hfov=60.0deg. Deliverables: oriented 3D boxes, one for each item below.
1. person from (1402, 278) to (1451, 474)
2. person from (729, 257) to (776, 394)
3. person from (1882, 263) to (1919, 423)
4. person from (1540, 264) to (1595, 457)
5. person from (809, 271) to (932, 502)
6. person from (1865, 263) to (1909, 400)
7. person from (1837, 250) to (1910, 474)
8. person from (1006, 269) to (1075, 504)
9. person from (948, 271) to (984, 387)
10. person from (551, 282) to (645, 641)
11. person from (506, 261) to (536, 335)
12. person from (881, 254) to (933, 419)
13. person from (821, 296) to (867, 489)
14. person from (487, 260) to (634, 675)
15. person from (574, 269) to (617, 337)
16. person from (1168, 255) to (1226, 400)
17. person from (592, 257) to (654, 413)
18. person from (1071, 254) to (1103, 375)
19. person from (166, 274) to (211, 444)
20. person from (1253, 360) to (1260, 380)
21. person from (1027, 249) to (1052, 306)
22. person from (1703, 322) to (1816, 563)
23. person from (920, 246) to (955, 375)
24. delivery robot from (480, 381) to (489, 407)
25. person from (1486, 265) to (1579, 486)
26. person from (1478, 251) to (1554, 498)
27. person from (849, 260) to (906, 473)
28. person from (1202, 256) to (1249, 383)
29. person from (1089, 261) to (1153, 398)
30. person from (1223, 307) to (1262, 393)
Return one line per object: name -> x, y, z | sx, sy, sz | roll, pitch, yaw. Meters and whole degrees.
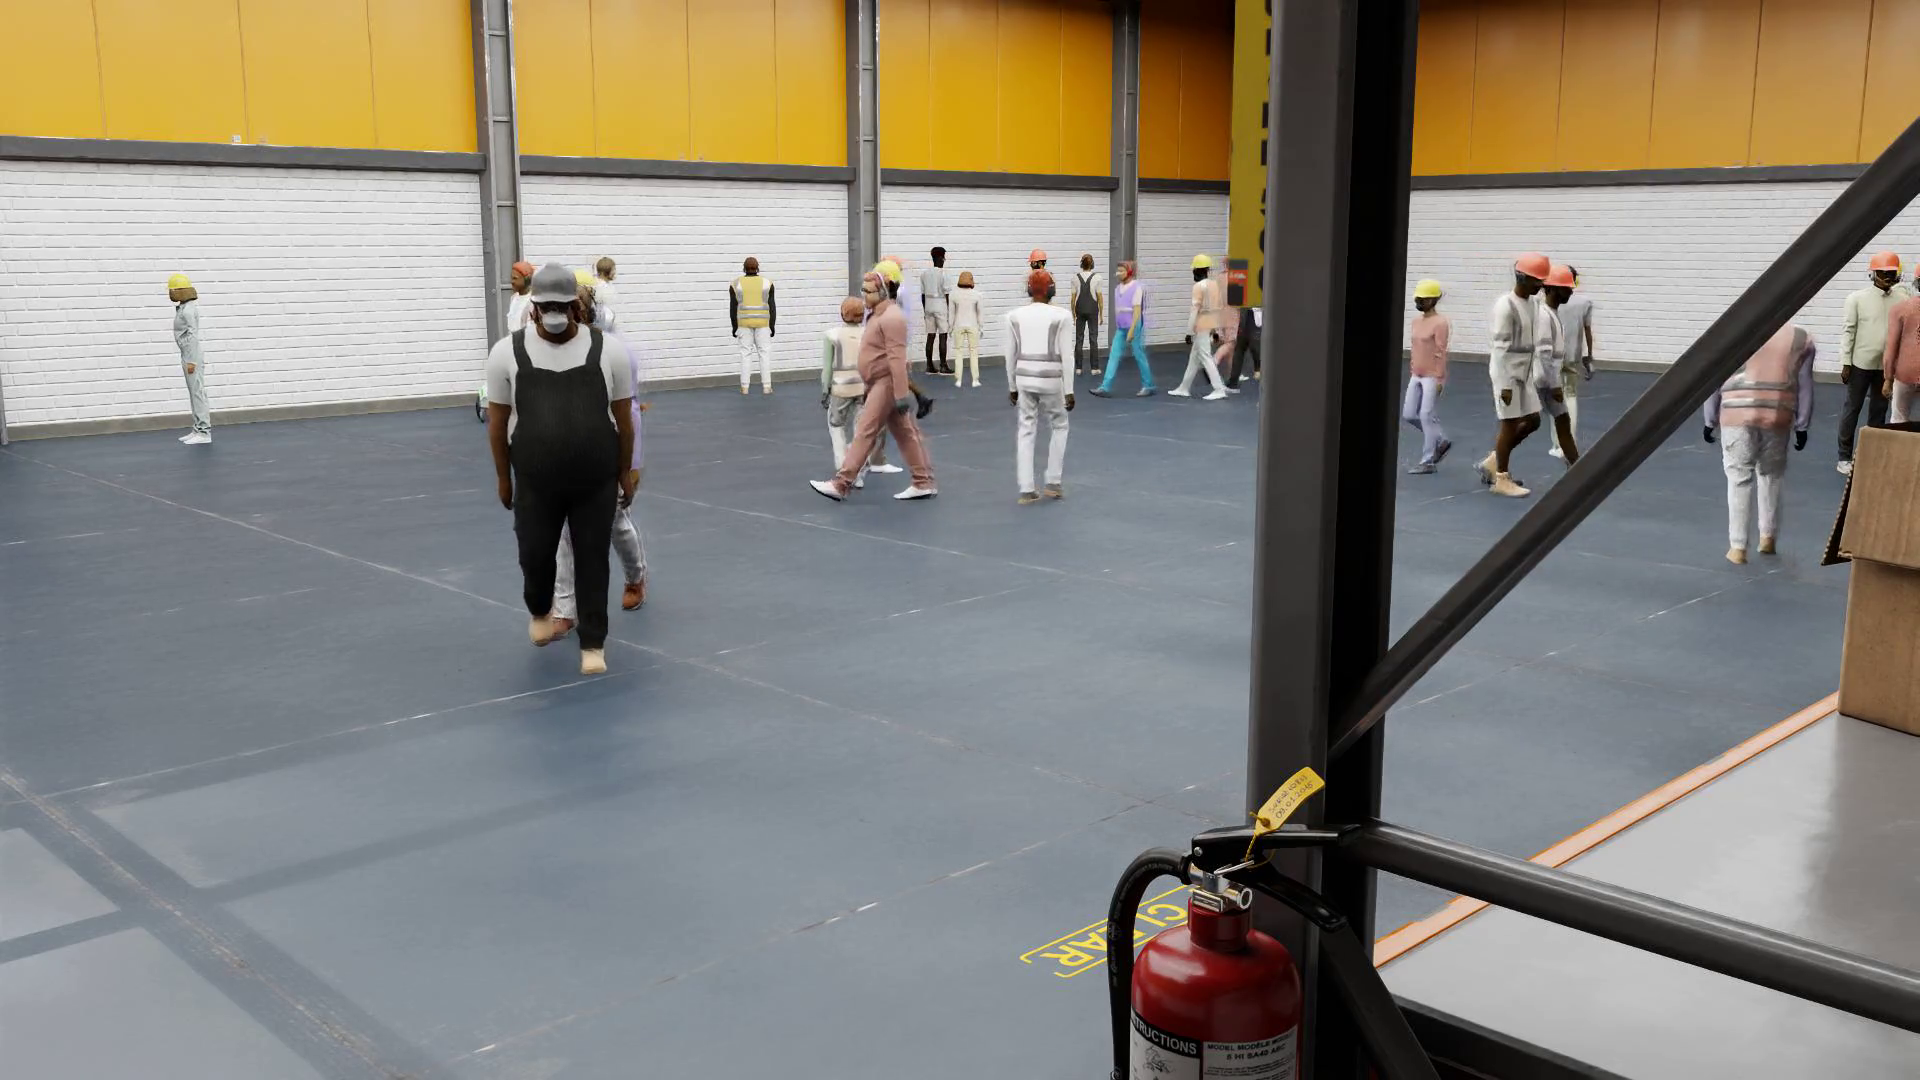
person -> 4.224, -1.460, 14.907 | 0.471, 1.755, 0.528 | -4, 11, -20
person -> -2.790, -2.889, 22.441 | 0.625, 1.845, 0.429 | -1, 10, -8
person -> 8.224, -1.428, 14.218 | 0.636, 1.937, 1.000 | 4, 11, 22
person -> 5.816, -1.724, 16.048 | 0.567, 1.854, 0.407 | 1, 10, 4
person -> -0.693, -1.209, 13.261 | 1.028, 1.838, 0.677 | -2, 11, -10
person -> 12.085, -2.714, 21.566 | 0.512, 1.818, 0.597 | 3, 11, 14
person -> 8.187, -1.583, 14.903 | 0.610, 1.995, 0.375 | -1, 10, -4
person -> 0.674, -1.231, 13.342 | 0.626, 1.858, 0.673 | 5, 11, 24
person -> 0.086, -2.977, 23.488 | 0.507, 1.631, 0.265 | 1, 10, 4
person -> -2.010, -0.465, 9.096 | 0.644, 1.904, 0.987 | 2, 11, 10
person -> -4.244, -1.772, 16.249 | 0.410, 1.881, 0.605 | -8, 13, -39
person -> -0.687, -2.250, 18.733 | 0.649, 1.923, 0.570 | 3, 11, 16
person -> -0.916, -1.240, 14.047 | 0.539, 1.618, 0.403 | -3, 11, -14
person -> -1.938, -0.368, 8.151 | 0.695, 2.000, 0.655 | -3, 11, -14
person -> -3.306, -1.462, 14.681 | 0.590, 1.833, 0.404 | -8, 13, -36
person -> 3.135, -2.778, 21.743 | 0.898, 1.883, 0.604 | 6, 12, 31
person -> -4.120, -2.353, 19.416 | 1.041, 1.882, 0.652 | -5, 12, -27
person -> 1.947, -3.453, 25.506 | 0.508, 1.846, 0.345 | 2, 11, 13
person -> -7.936, -1.857, 17.095 | 0.313, 1.739, 0.484 | -6, 12, -28
person -> 4.479, -3.219, 24.675 | 0.546, 1.682, 0.441 | 0, 10, -2
person -> 1.170, -3.332, 24.637 | 0.378, 1.930, 0.538 | -1, 10, -4
person -> 5.236, -0.766, 10.956 | 0.635, 1.813, 0.624 | 2, 11, 13
person -> -0.332, -3.497, 25.412 | 0.603, 1.967, 0.368 | 9, 13, 39
delivery robot -> -5.352, -1.700, 19.212 | 0.477, 0.478, 0.707 | -2, 11, -12
person -> 4.963, -1.355, 13.981 | 1.029, 1.873, 0.552 | 6, 12, 32
person -> 4.507, -1.320, 13.449 | 0.665, 2.001, 0.543 | -10, 14, -42
person -> -0.698, -1.543, 14.904 | 0.439, 1.911, 0.592 | 0, 10, -1
person -> 3.871, -3.208, 24.098 | 0.886, 1.872, 0.638 | -5, 12, -26
person -> 2.185, -2.764, 21.889 | 0.966, 1.792, 0.593 | -6, 12, -32
person -> 3.953, -2.882, 22.329 | 0.992, 1.872, 0.596 | 4, 11, 22
